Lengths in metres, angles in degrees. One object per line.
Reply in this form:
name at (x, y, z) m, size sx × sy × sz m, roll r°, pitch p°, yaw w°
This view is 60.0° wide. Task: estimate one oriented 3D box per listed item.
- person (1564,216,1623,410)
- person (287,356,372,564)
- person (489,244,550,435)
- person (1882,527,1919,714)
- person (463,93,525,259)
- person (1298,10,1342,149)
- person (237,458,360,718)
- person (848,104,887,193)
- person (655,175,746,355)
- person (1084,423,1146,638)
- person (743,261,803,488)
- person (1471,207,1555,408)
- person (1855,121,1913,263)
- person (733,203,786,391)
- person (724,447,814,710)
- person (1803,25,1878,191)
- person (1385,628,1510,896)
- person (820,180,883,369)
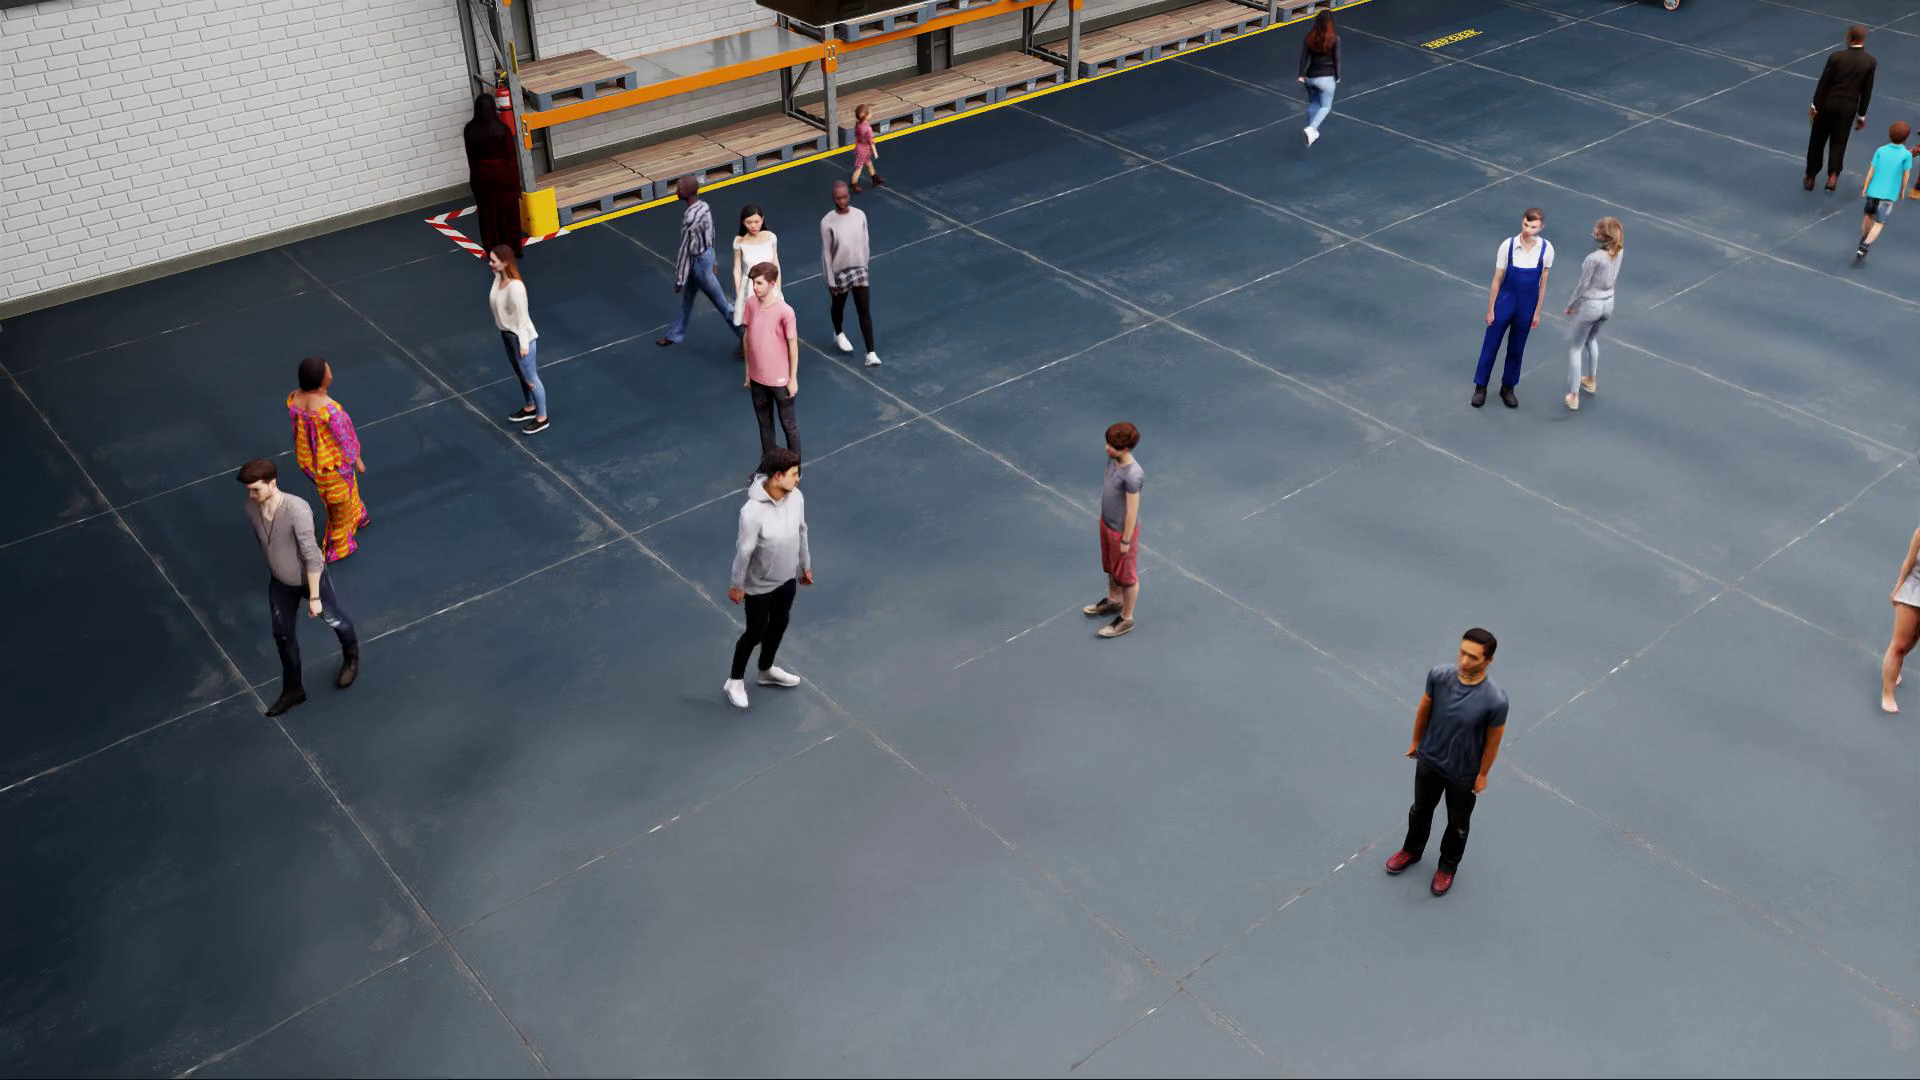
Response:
person at (5.481, -1.940, 14.386) m, size 0.682 × 1.755 × 0.785 m, roll -12°, pitch 35°, yaw -17°
person at (-4.783, -0.586, 12.442) m, size 0.810 × 1.653 × 0.924 m, roll 17°, pitch 37°, yaw 24°
person at (-3.746, -1.713, 14.103) m, size 0.568 × 1.691 × 0.639 m, roll -21°, pitch 39°, yaw -28°
person at (6.471, 0.310, 11.153) m, size 0.883 × 1.589 × 0.975 m, roll 5°, pitch 34°, yaw 8°
person at (-4.771, -3.697, 17.027) m, size 0.749 × 1.759 × 0.838 m, roll -2°, pitch 34°, yaw -4°
person at (4.267, -5.457, 19.810) m, size 0.799 × 1.609 × 1.027 m, roll 19°, pitch 38°, yaw 26°
person at (-4.334, 0.204, 11.058) m, size 1.035 × 1.870 × 1.160 m, roll 7°, pitch 34°, yaw 11°
person at (-1.120, -4.396, 18.763) m, size 0.738 × 1.001 × 0.454 m, roll -23°, pitch 40°, yaw -30°
person at (-2.258, -2.429, 15.146) m, size 1.280 × 1.729 × 1.192 m, roll 2°, pitch 34°, yaw 3°
person at (1.135, -0.096, 11.707) m, size 0.644 × 1.651 × 0.651 m, roll -10°, pitch 35°, yaw -15°
person at (-1.485, -1.318, 13.268) m, size 0.708 × 1.957 × 0.675 m, roll 16°, pitch 37°, yaw 23°
person at (4.824, -2.037, 14.448) m, size 0.724 × 1.848 × 0.772 m, roll 5°, pitch 34°, yaw 8°
person at (9.501, -3.574, 17.140) m, size 0.929 × 1.428 × 0.550 m, roll -27°, pitch 42°, yaw -35°
person at (-1.772, -2.128, 14.653) m, size 0.697 × 1.773 × 0.807 m, roll -10°, pitch 35°, yaw -15°
person at (-1.331, 0.239, 10.989) m, size 0.713 × 1.887 × 0.951 m, roll -23°, pitch 40°, yaw -31°
person at (9.746, -4.753, 18.502) m, size 0.950 × 1.884 × 1.025 m, roll 13°, pitch 36°, yaw 18°
person at (2.826, 1.247, 9.543) m, size 0.684 × 1.810 × 0.599 m, roll 25°, pitch 41°, yaw 32°
person at (-1.077, -2.456, 15.188) m, size 1.153 × 1.727 × 0.889 m, roll -16°, pitch 37°, yaw -22°
